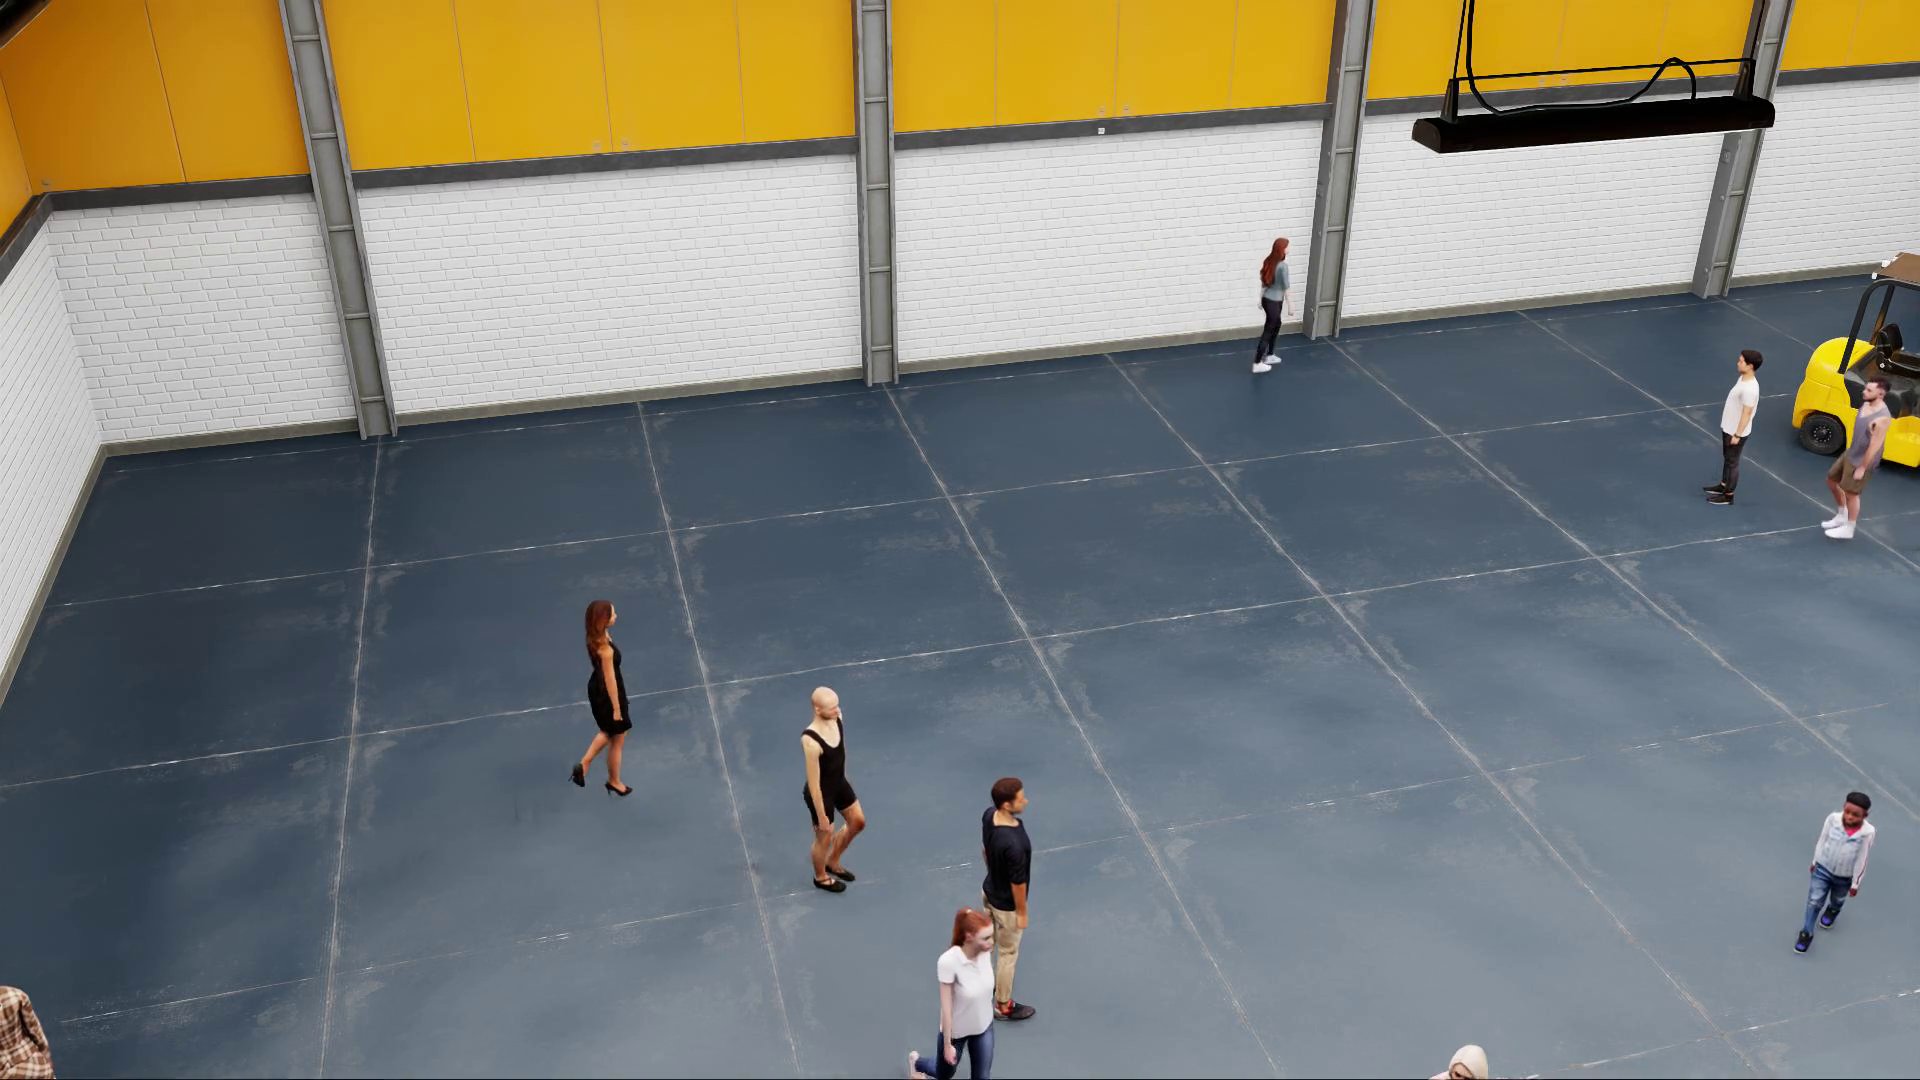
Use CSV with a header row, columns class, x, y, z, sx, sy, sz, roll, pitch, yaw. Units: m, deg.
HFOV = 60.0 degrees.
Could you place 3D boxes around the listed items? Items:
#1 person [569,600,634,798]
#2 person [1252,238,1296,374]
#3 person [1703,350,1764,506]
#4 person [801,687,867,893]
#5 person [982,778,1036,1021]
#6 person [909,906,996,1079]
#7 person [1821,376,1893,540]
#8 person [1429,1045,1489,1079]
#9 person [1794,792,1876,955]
class,x,y,z,sx,sy,sz,roll,pitch,yaw
person,-2.817,1.282,12.886,0.847,1.823,0.680,-15,32,-25
person,3.804,-2.888,20.635,0.734,1.723,0.628,-10,30,-18
person,8.201,-1.200,17.542,0.704,1.721,0.704,8,30,14
person,-1.036,1.789,11.976,0.829,1.804,0.799,11,30,19
person,0.287,2.336,10.920,0.574,1.855,0.668,-12,31,-21
person,-0.038,2.902,10.037,1.090,1.706,0.923,-20,34,-32
person,9.093,-0.801,16.616,0.749,1.820,0.748,5,29,10
person,2.763,3.380,9.180,1.012,1.688,1.126,19,34,31
person,6.187,2.274,11.678,0.793,1.237,0.924,22,35,34
